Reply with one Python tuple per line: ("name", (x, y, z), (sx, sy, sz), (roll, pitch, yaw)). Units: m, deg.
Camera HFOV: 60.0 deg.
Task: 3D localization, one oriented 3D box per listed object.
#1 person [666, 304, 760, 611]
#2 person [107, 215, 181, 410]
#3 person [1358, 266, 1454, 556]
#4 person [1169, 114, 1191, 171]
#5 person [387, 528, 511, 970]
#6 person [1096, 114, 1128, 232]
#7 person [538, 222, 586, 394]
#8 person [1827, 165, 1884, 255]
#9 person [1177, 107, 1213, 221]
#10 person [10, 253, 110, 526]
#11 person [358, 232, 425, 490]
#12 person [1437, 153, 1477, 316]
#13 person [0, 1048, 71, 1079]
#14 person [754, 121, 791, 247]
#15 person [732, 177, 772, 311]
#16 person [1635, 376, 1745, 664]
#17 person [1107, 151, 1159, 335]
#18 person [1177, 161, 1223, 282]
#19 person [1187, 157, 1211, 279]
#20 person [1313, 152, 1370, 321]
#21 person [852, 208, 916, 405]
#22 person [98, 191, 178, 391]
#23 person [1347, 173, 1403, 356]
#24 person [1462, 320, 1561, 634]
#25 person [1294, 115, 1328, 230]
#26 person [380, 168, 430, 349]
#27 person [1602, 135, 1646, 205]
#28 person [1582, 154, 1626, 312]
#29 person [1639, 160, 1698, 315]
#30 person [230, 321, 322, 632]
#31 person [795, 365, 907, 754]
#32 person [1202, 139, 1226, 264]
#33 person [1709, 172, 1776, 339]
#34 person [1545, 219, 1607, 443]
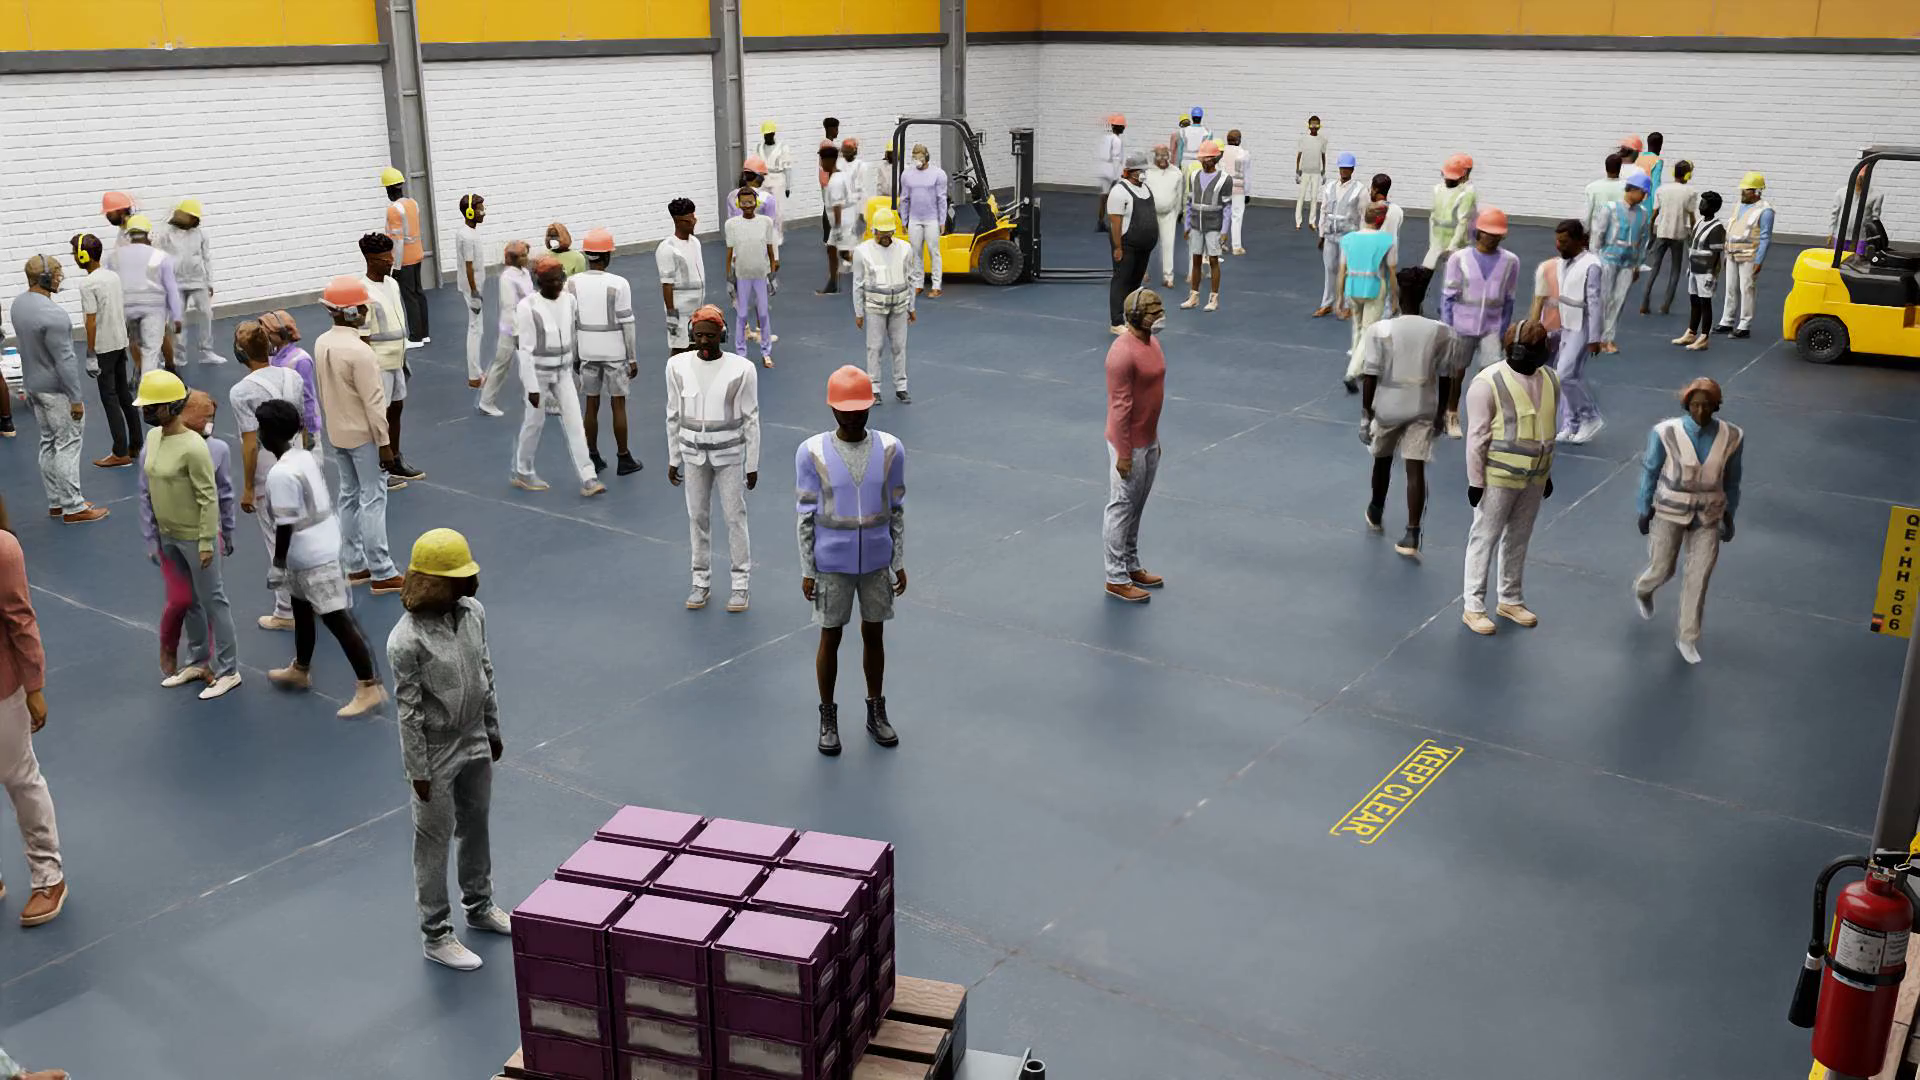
("person", (-1.488, -0.491, 10.056), (0.575, 1.880, 0.358), (3, 18, 9))
("person", (-7.524, -2.109, 15.385), (0.607, 1.733, 1.091), (0, 18, -1))
("person", (3.005, -0.893, 11.255), (0.613, 1.914, 1.033), (1, 18, 3))
("person", (3.986, -6.728, 29.766), (0.532, 1.756, 0.344), (-3, 18, -9))
("person", (-1.904, 0.784, 6.296), (0.321, 1.738, 0.484), (8, 19, 23))
("person", (2.624, -5.988, 27.208), (0.848, 1.904, 0.543), (-7, 19, -20))
("person", (-3.769, -2.205, 15.826), (0.502, 1.627, 0.282), (5, 18, 15))
("person", (11.030, -3.788, 20.561), (0.563, 1.755, 0.321), (12, 21, 33))
("person", (4.042, -6.471, 28.671), (0.602, 1.939, 0.422), (4, 18, 11))
("person", (-6.380, -1.052, 11.735), (0.637, 1.930, 0.373), (13, 22, 36))
("person", (-4.389, -1.362, 12.661), (0.373, 1.958, 0.598), (2, 18, 7))
("person", (5.905, -3.609, 19.730), (0.386, 1.929, 0.547), (3, 18, 8))
("person", (-3.432, 1.057, 5.171), (0.844, 1.913, 0.637), (-8, 19, -23))
("person", (-2.916, -5.476, 25.608), (0.602, 1.908, 0.529), (8, 20, 25))
("person", (-2.543, -3.549, 19.954), (0.673, 1.654, 0.548), (16, 24, 41))
("person", (4.104, -0.154, 9.429), (0.532, 1.620, 0.593), (2, 18, 7))
("person", (1.975, -3.337, 18.694), (0.536, 2.000, 0.681), (15, 23, 38))
("person", (3.307, -4.404, 22.397), (0.659, 1.812, 0.705), (15, 23, 40))
("person", (3.285, -4.399, 22.463), (0.533, 1.765, 0.331), (-5, 19, -17))
("person", (4.490, -3.572, 19.573), (0.614, 1.949, 0.382), (16, 24, 41))
("person", (-0.691, -2.153, 15.355), (0.603, 1.820, 0.403), (-7, 19, -20))
("person", (-7.890, -2.368, 15.883), (0.546, 1.894, 0.728), (13, 22, 34))
("person", (4.384, -2.870, 17.454), (0.592, 1.912, 0.386), (-13, 22, -35))
("person", (3.232, -0.371, 9.733), (0.633, 1.846, 0.429), (-8, 19, -24))
("person", (5.799, -6.061, 27.488), (0.518, 1.874, 0.330), (0, 18, 1))
("person", (-5.982, -3.020, 17.895), (0.383, 1.921, 0.586), (2, 18, 5))
("person", (8.382, -4.096, 21.098), (0.468, 2.022, 0.639), (-13, 22, -35))
("person", (7.643, -3.584, 19.674), (0.590, 1.913, 0.394), (3, 18, 10))
("person", (8.451, -3.587, 19.805), (0.528, 1.835, 0.441), (15, 23, 39))
("person", (-4.004, -0.365, 9.725), (0.351, 1.839, 0.506), (7, 19, 21))
("person", (-0.515, 0.099, 8.114), (0.547, 1.938, 0.359), (-6, 19, -17))
("person", (3.655, -4.874, 23.945), (0.315, 1.769, 0.524), (17, 24, 42))
("person", (8.700, -3.160, 18.482), (0.404, 1.829, 0.600), (-5, 18, -14))
("person", (5.147, -1.737, 13.933), (0.466, 1.885, 0.639), (-2, 18, -5))
